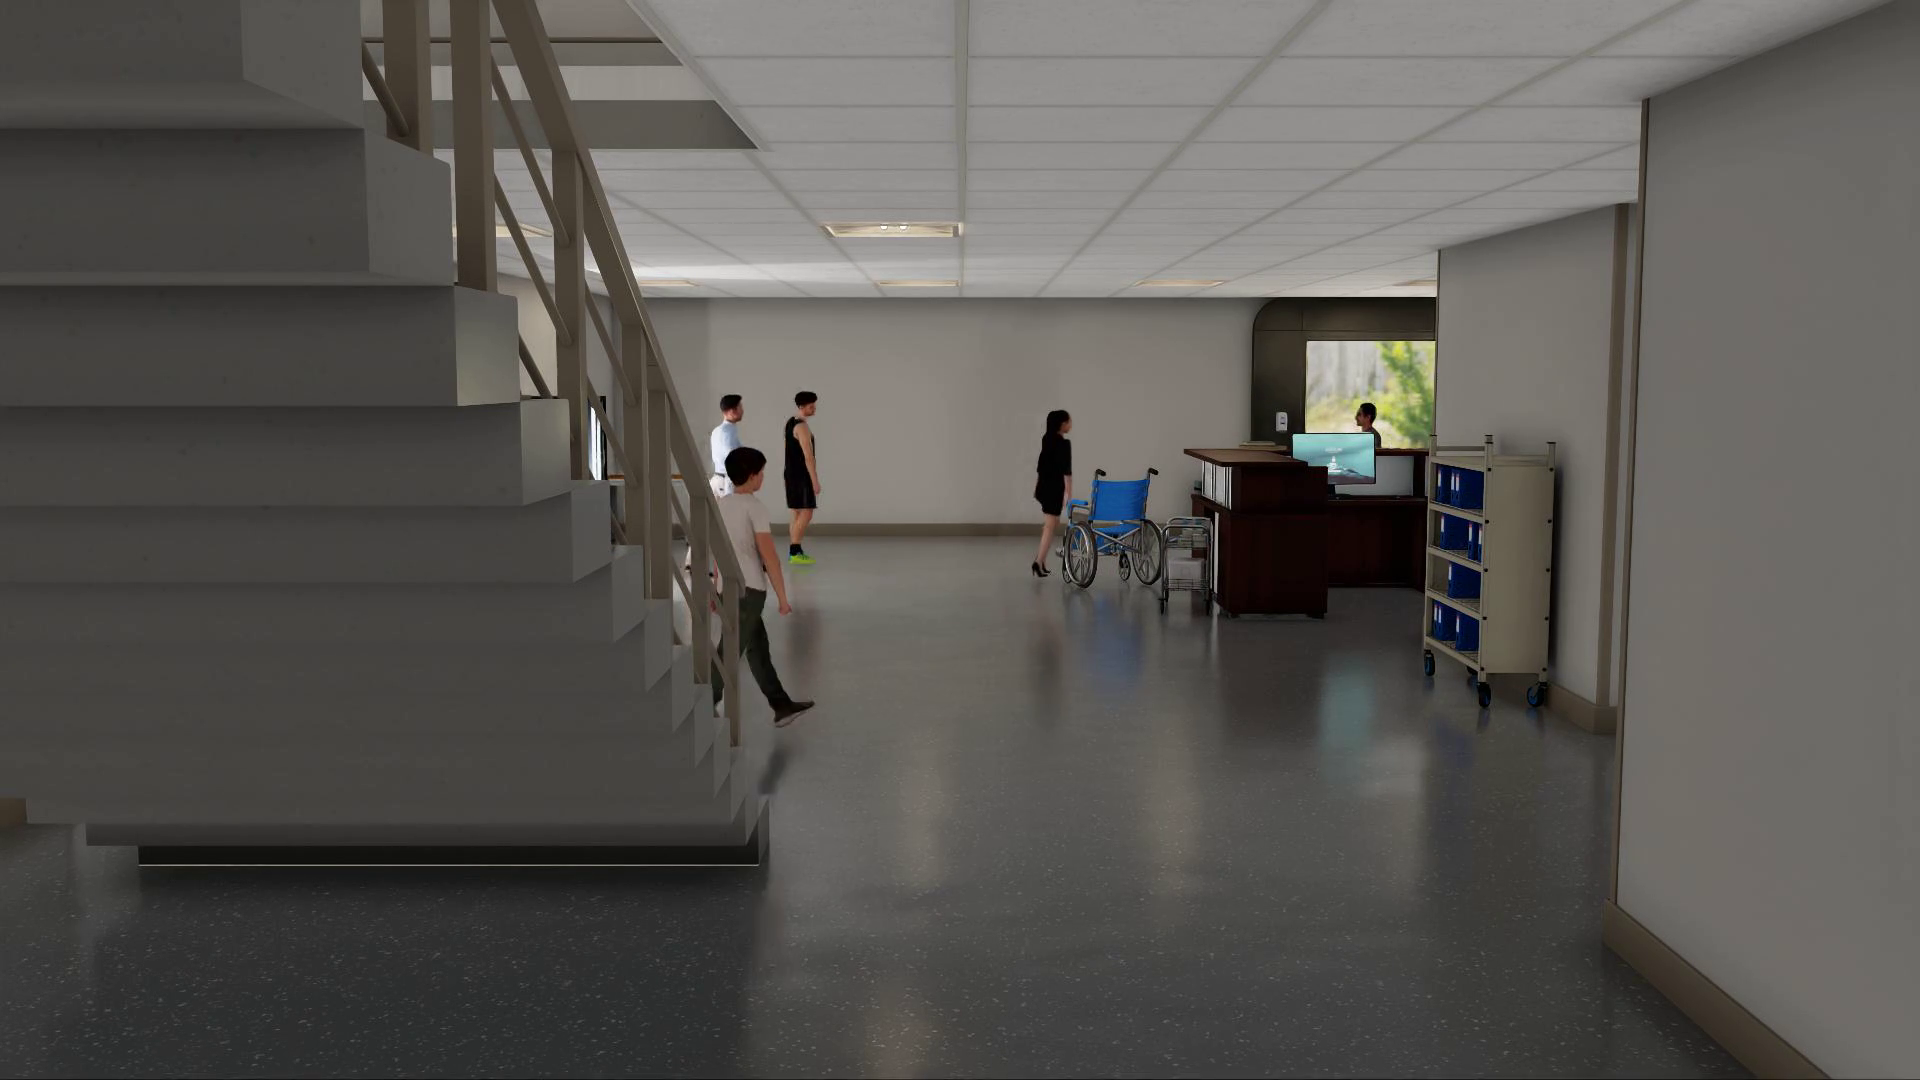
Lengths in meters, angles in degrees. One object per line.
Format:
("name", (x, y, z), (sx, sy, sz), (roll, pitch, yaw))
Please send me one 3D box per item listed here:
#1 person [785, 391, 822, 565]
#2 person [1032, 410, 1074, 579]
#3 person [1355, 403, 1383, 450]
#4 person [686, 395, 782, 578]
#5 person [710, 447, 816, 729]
("person", (-1.716, -0.667, 17.837), (0.912, 1.862, 0.774), (-5, 8, -43))
("person", (0.843, -0.434, 16.485), (0.816, 1.668, 0.712), (-4, 7, -36))
("person", (4.217, -0.508, 16.934), (0.715, 1.727, 0.972), (0, 6, -2))
("person", (-2.355, -0.477, 16.256), (1.191, 1.801, 1.274), (-4, 7, -32))
("person", (-1.260, 0.334, 9.154), (1.145, 1.609, 1.098), (-5, 8, -43))
